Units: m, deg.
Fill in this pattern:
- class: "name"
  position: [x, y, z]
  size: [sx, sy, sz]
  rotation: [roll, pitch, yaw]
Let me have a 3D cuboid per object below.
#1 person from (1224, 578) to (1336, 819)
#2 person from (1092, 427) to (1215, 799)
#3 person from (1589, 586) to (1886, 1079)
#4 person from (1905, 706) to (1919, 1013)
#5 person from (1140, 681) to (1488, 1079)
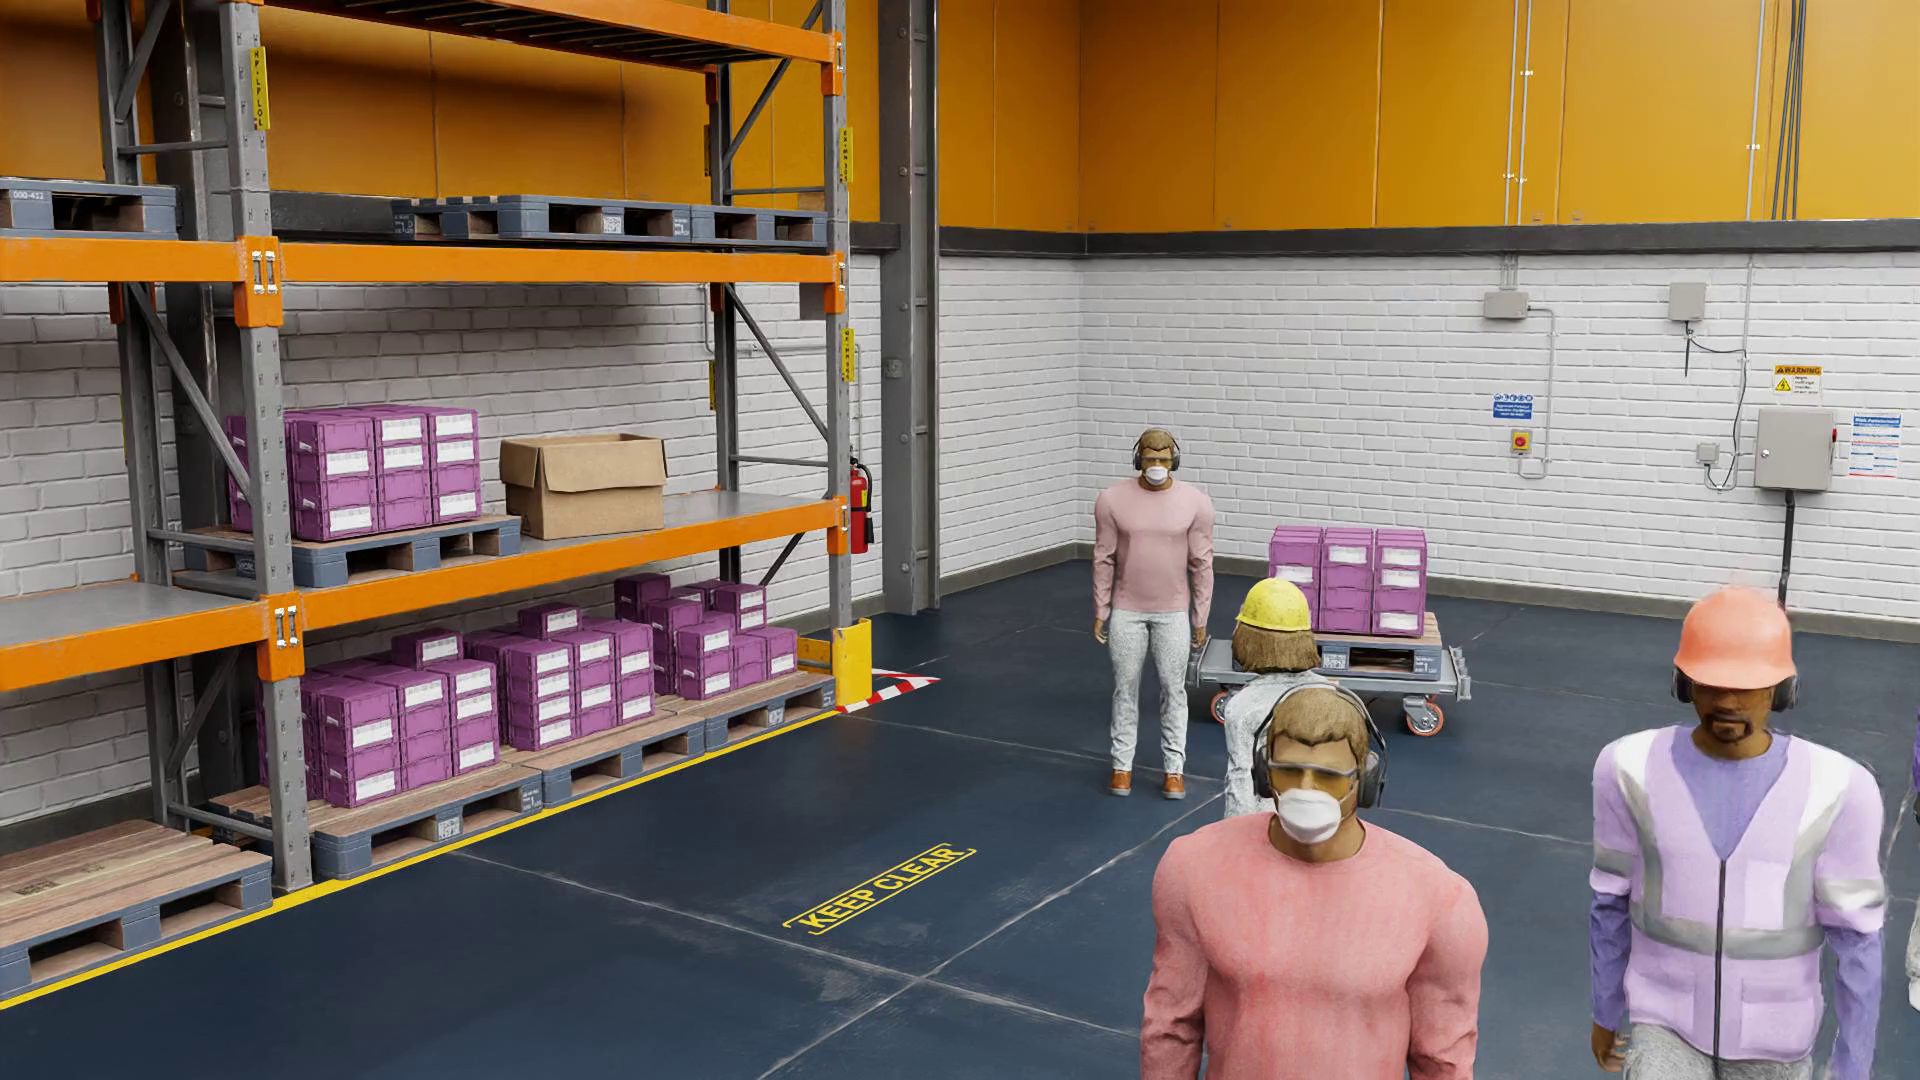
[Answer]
- class: "person"
  position: [0.982, 0.983, 5.294]
  size: [0.491, 1.744, 0.294]
  rotation: [-8, 12, -41]
- class: "person"
  position: [0.996, 0.376, 8.632]
  size: [0.627, 1.932, 0.378]
  rotation: [2, 9, 12]
- class: "person"
  position: [1.776, 1.077, 3.868]
  size: [0.626, 1.998, 1.035]
  rotation: [5, 10, 27]
- class: "person"
  position: [3.706, 0.934, 5.987]
  size: [0.514, 1.631, 0.318]
  rotation: [3, 9, 19]
- class: "person"
  position: [0.643, 1.215, 3.148]
  size: [0.631, 1.940, 0.372]
  rotation: [3, 9, 19]
